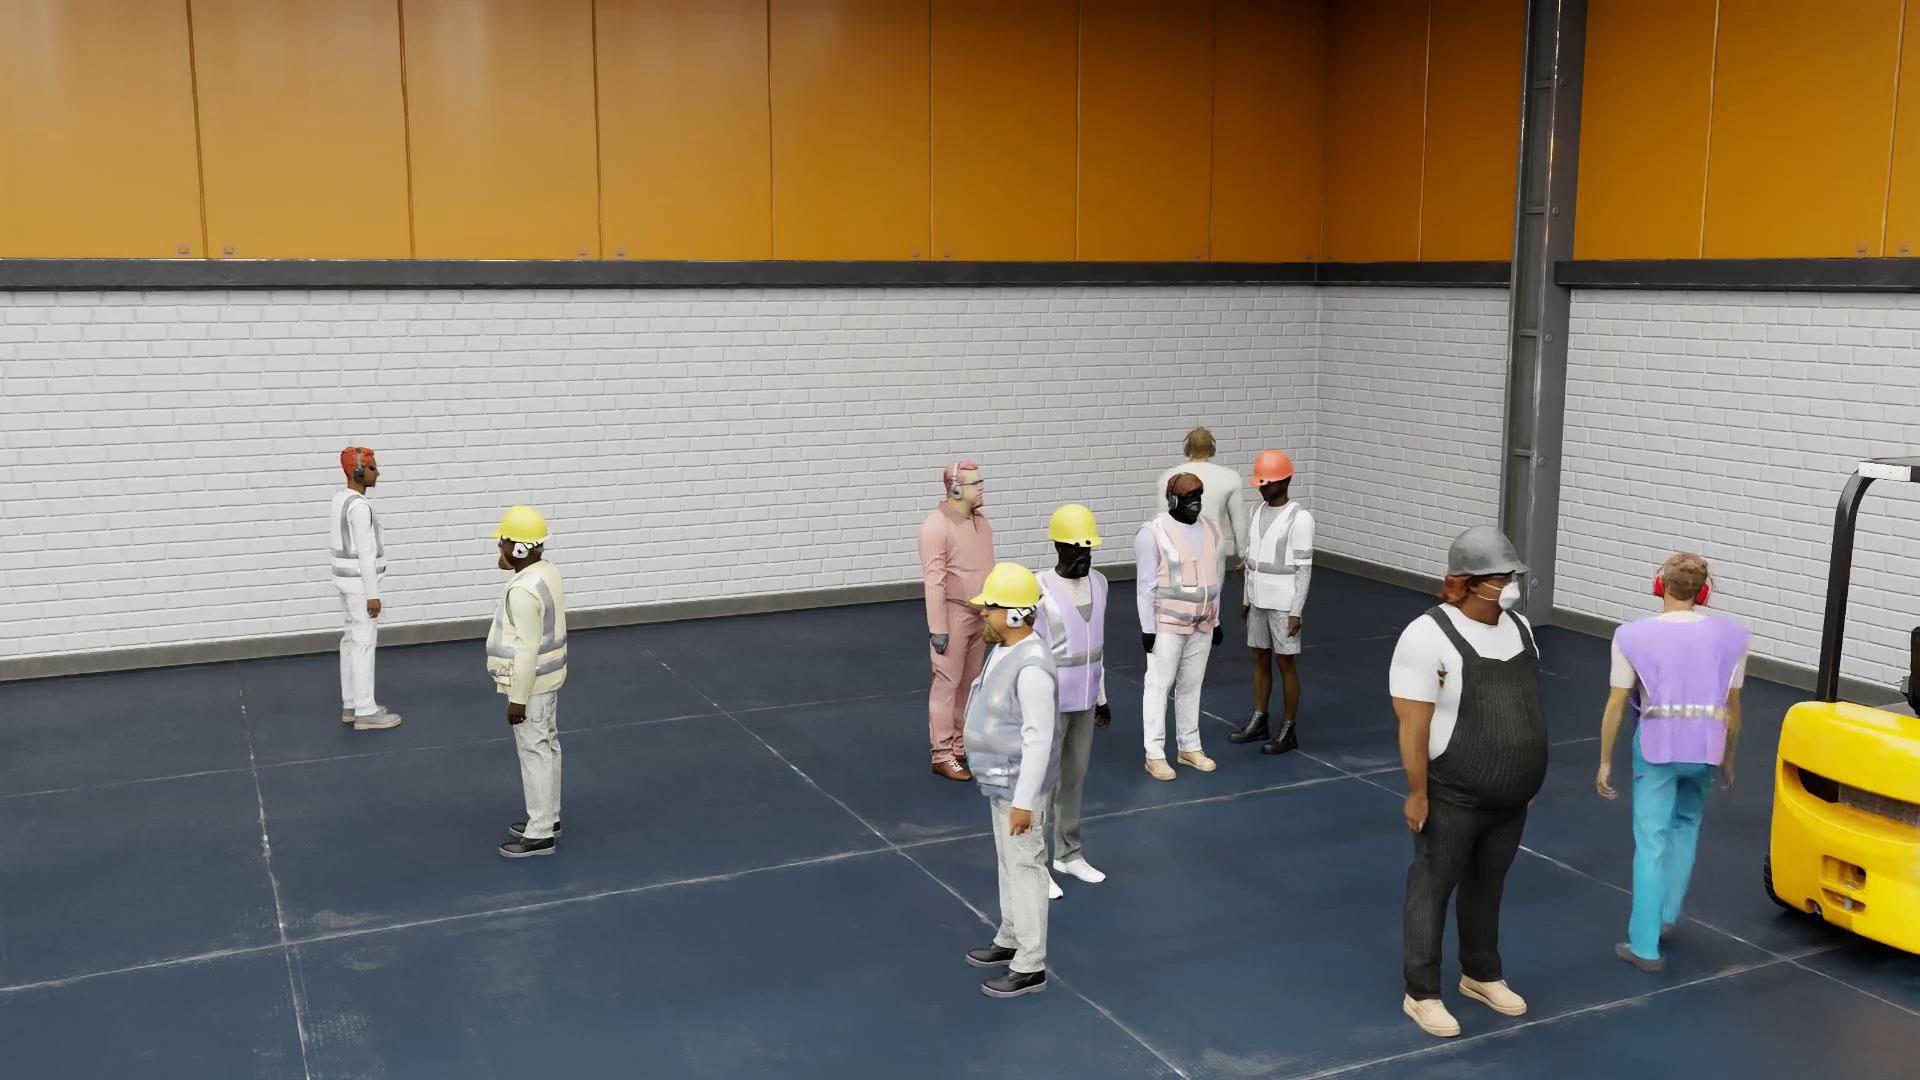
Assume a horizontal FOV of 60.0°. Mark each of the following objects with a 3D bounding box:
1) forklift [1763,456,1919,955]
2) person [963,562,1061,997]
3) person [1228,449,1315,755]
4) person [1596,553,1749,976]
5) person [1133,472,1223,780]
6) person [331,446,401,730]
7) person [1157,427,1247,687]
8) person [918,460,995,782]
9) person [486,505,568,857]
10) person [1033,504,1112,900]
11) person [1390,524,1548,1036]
[{"bbox_3d":[4.857,0.731,7.561,2.313,2.155,1.214,-4,10,-25],"label":"forklift"},{"bbox_3d":[0.214,0.998,7.015,0.403,1.835,0.586,-1,9,-9],"label":"person"},{"bbox_3d":[1.970,0.385,10.522,0.366,1.930,0.542,-6,11,-32],"label":"person"},{"bbox_3d":[3.131,0.959,7.358,0.632,1.802,0.733,1,9,7],"label":"person"},{"bbox_3d":[1.342,0.508,10.035,0.621,1.845,0.429,-6,11,-33],"label":"person"},{"bbox_3d":[-3.999,0.315,11.097,0.337,1.882,0.584,-6,11,-34],"label":"person"},{"bbox_3d":[1.805,0.101,12.440,0.653,1.881,1.036,3,10,19],"label":"person"},{"bbox_3d":[0.022,0.473,10.037,0.407,1.913,0.641,5,10,29],"label":"person"},{"bbox_3d":[-2.258,0.727,8.688,0.404,1.837,0.590,-1,9,-3],"label":"person"},{"bbox_3d":[0.531,0.773,8.124,0.594,1.924,0.383,-9,13,-44],"label":"person"},{"bbox_3d":[2.081,0.951,6.668,0.689,2.000,0.539,-5,11,-29],"label":"person"}]
